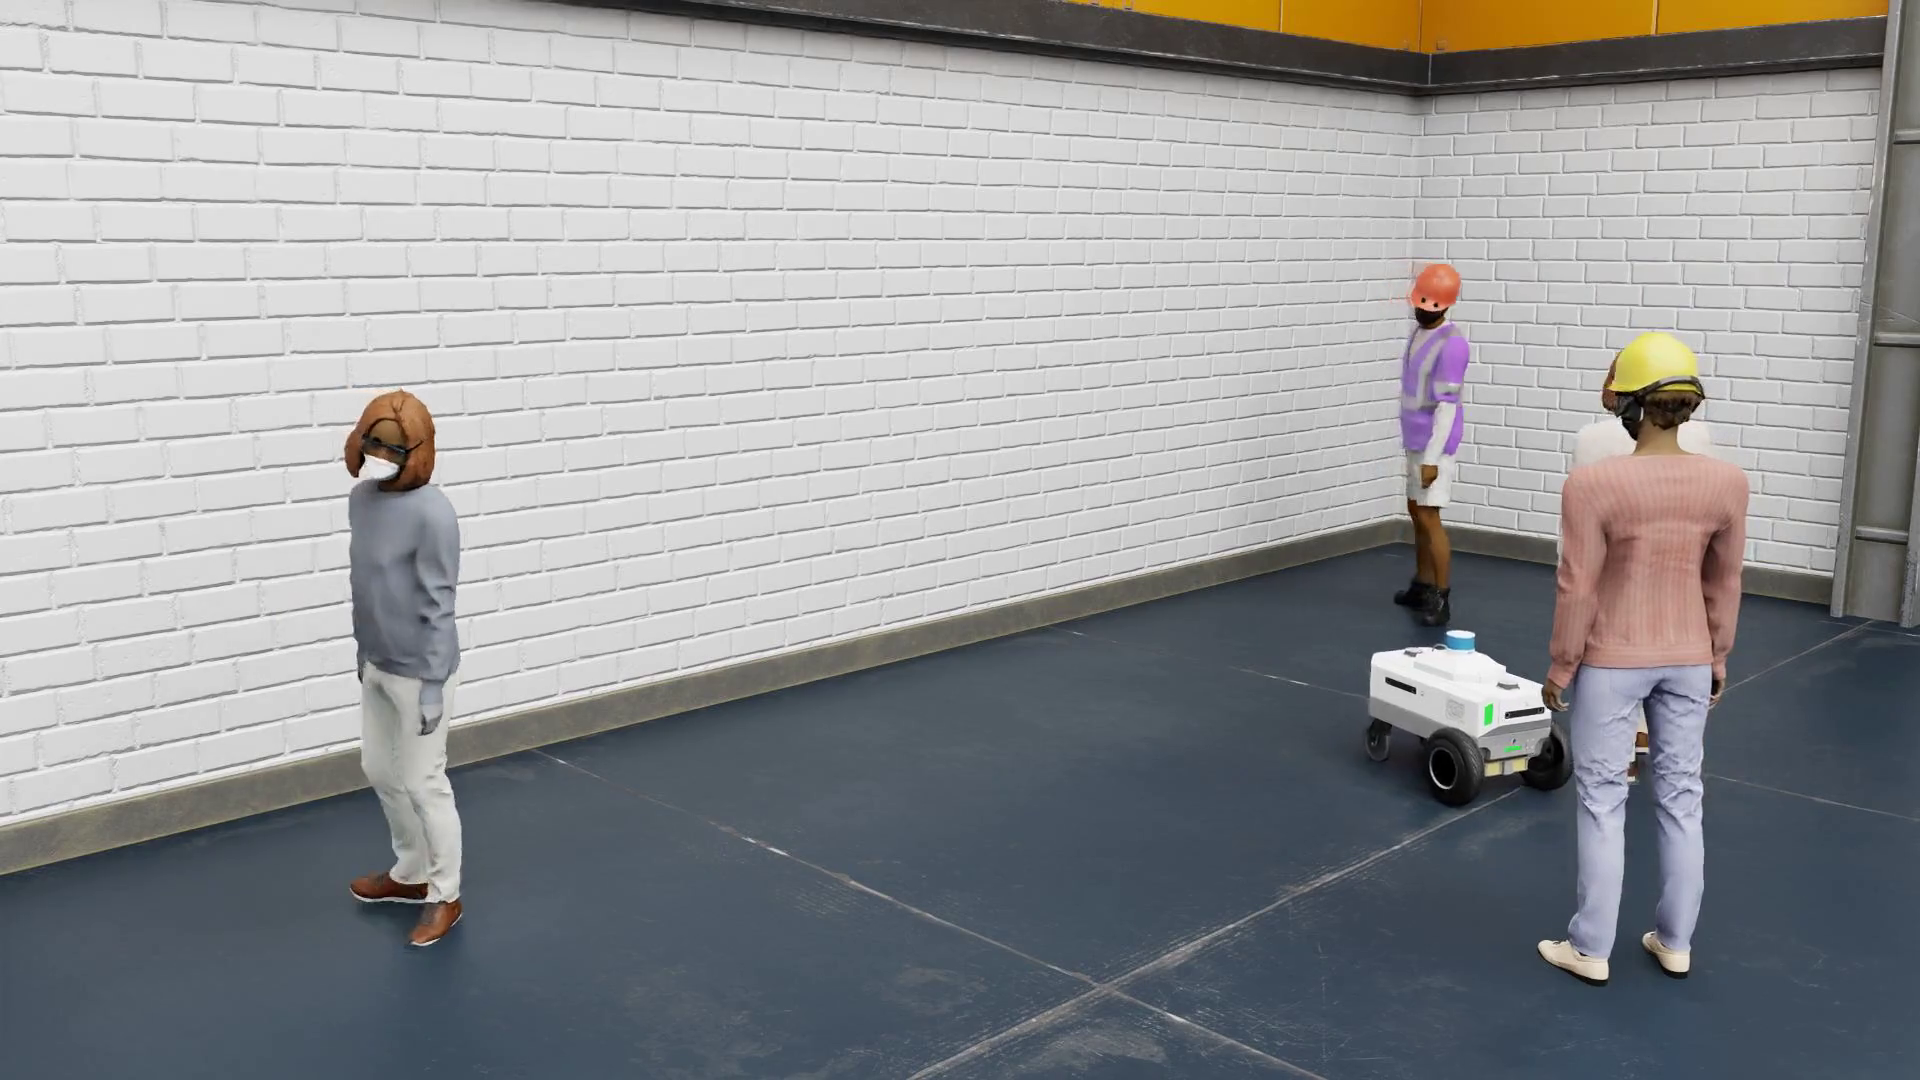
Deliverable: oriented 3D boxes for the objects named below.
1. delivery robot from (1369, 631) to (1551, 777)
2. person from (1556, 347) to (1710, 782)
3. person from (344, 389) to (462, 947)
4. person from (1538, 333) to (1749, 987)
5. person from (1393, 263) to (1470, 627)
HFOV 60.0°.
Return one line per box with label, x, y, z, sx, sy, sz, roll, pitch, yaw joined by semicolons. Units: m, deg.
delivery robot;1.848;0.580;6.179;0.477;0.478;0.707;-5;11;-24
person;2.506;0.078;6.248;0.521;1.612;0.507;0;10;1
person;-1.595;0.365;4.740;0.607;1.608;0.304;10;14;42
person;1.830;0.330;4.497;0.533;1.766;0.316;-2;10;-8
person;2.439;-0.509;8.766;0.350;1.895;0.714;-1;10;-4
